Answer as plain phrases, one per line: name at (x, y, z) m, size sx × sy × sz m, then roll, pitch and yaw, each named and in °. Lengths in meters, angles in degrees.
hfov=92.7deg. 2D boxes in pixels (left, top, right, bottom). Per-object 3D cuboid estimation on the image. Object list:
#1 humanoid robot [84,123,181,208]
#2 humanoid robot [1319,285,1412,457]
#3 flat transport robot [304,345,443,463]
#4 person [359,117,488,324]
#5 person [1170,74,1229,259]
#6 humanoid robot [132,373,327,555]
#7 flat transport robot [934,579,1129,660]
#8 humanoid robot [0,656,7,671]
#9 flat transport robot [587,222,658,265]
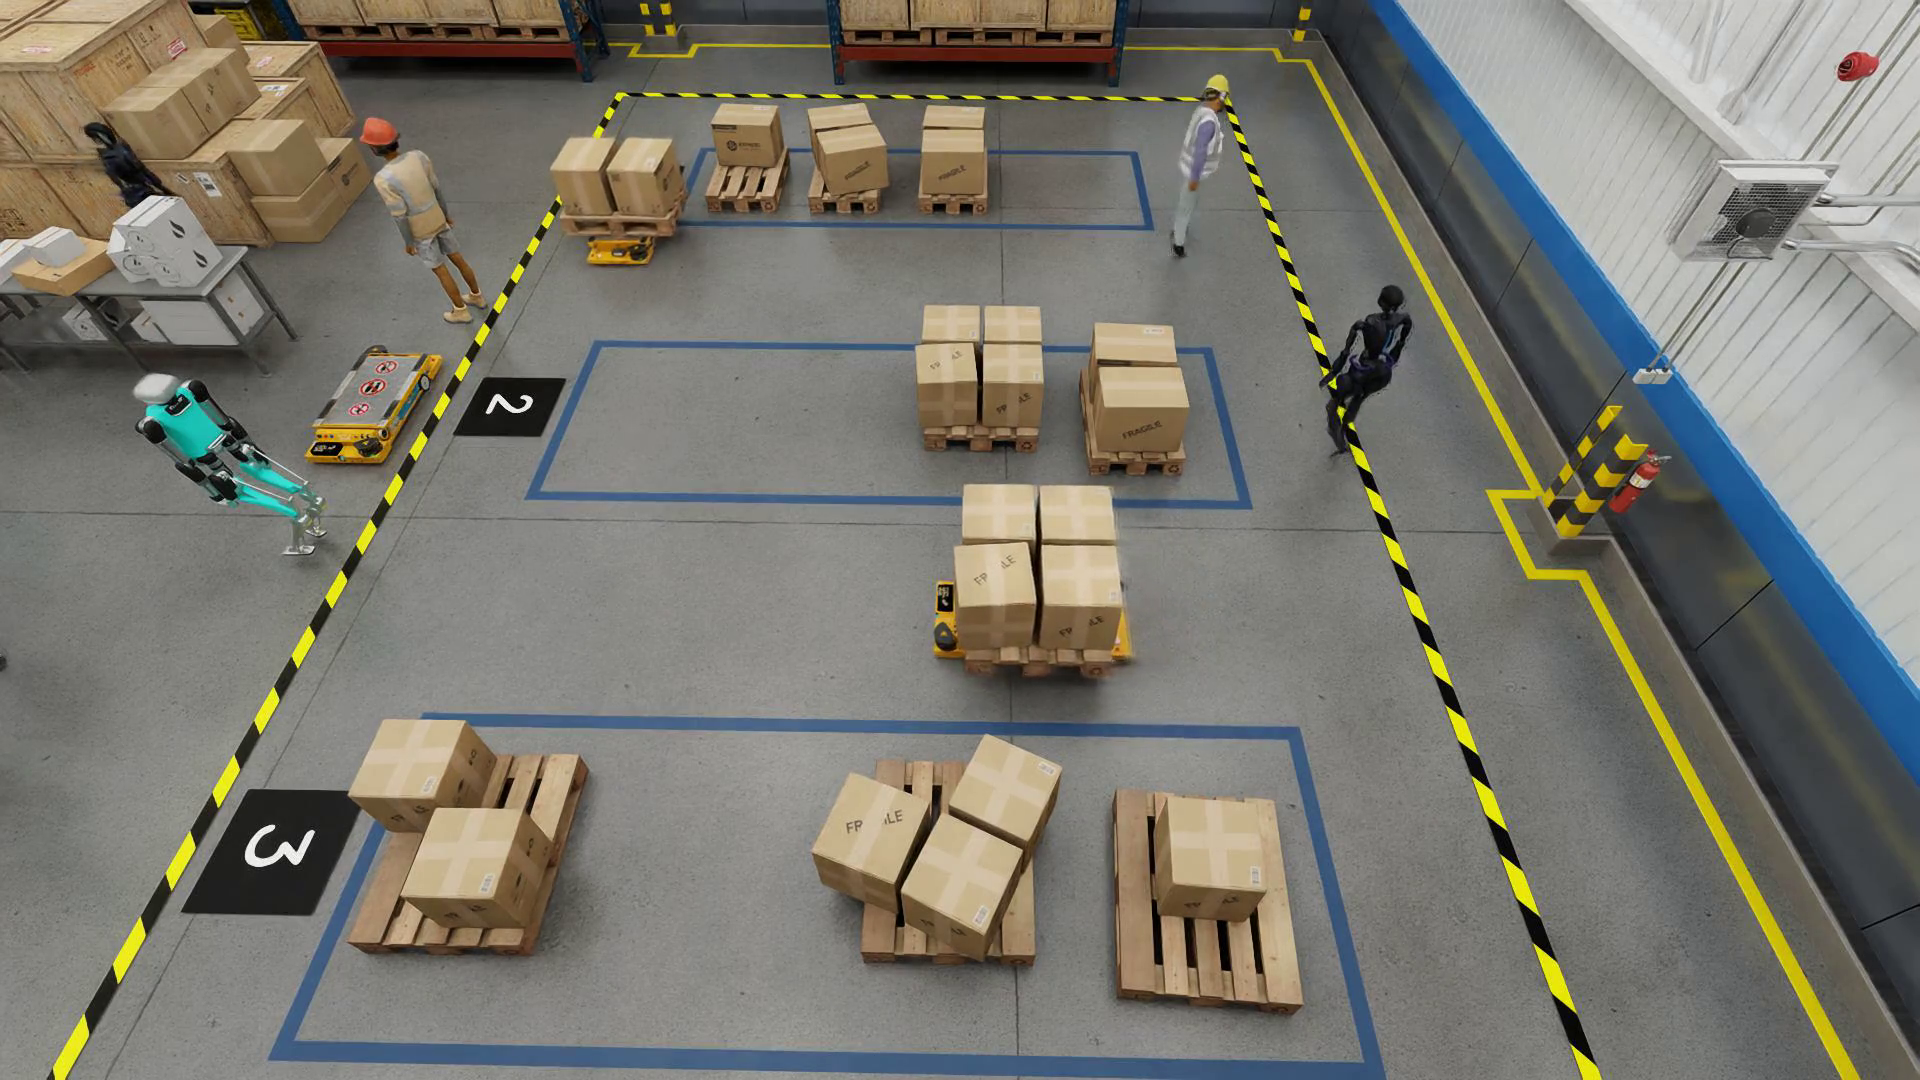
humanoid robot at (-8.274, -3.496, 9.426) m, size 0.759 × 1.632 × 0.599 m, roll -9°, pitch 50°, yaw -7°
humanoid robot at (3.380, -1.353, 7.589) m, size 0.600 × 1.638 × 0.495 m, roll -7°, pitch 50°, yaw -6°
flat transport robot at (-5.383, -1.269, 8.441) m, size 0.659 × 0.231 × 1.431 m, roll 1°, pitch 50°, yaw 1°
person at (-5.108, -3.007, 8.747) m, size 0.362 × 2.048 × 0.610 m, roll 14°, pitch 51°, yaw 12°
person at (2.515, -3.903, 9.686) m, size 0.407 × 1.781 × 0.702 m, roll 9°, pitch 50°, yaw 7°
humanoid robot at (-5.190, -0.495, 6.739) m, size 0.735 × 1.673 × 0.533 m, roll 8°, pitch 50°, yaw 7°
flat transport robot at (0.527, 0.564, 6.872) m, size 1.431 × 0.197 × 0.652 m, roll 1°, pitch 50°, yaw 1°
humanoid robot at (-7.254, 0.333, 6.191) m, size 0.615 × 1.614 × 0.810 m, roll -37°, pitch 59°, yaw -27°
flat transport robot at (-3.727, -3.605, 10.400) m, size 0.652 × 0.197 × 1.431 m, roll 1°, pitch 50°, yaw 1°
